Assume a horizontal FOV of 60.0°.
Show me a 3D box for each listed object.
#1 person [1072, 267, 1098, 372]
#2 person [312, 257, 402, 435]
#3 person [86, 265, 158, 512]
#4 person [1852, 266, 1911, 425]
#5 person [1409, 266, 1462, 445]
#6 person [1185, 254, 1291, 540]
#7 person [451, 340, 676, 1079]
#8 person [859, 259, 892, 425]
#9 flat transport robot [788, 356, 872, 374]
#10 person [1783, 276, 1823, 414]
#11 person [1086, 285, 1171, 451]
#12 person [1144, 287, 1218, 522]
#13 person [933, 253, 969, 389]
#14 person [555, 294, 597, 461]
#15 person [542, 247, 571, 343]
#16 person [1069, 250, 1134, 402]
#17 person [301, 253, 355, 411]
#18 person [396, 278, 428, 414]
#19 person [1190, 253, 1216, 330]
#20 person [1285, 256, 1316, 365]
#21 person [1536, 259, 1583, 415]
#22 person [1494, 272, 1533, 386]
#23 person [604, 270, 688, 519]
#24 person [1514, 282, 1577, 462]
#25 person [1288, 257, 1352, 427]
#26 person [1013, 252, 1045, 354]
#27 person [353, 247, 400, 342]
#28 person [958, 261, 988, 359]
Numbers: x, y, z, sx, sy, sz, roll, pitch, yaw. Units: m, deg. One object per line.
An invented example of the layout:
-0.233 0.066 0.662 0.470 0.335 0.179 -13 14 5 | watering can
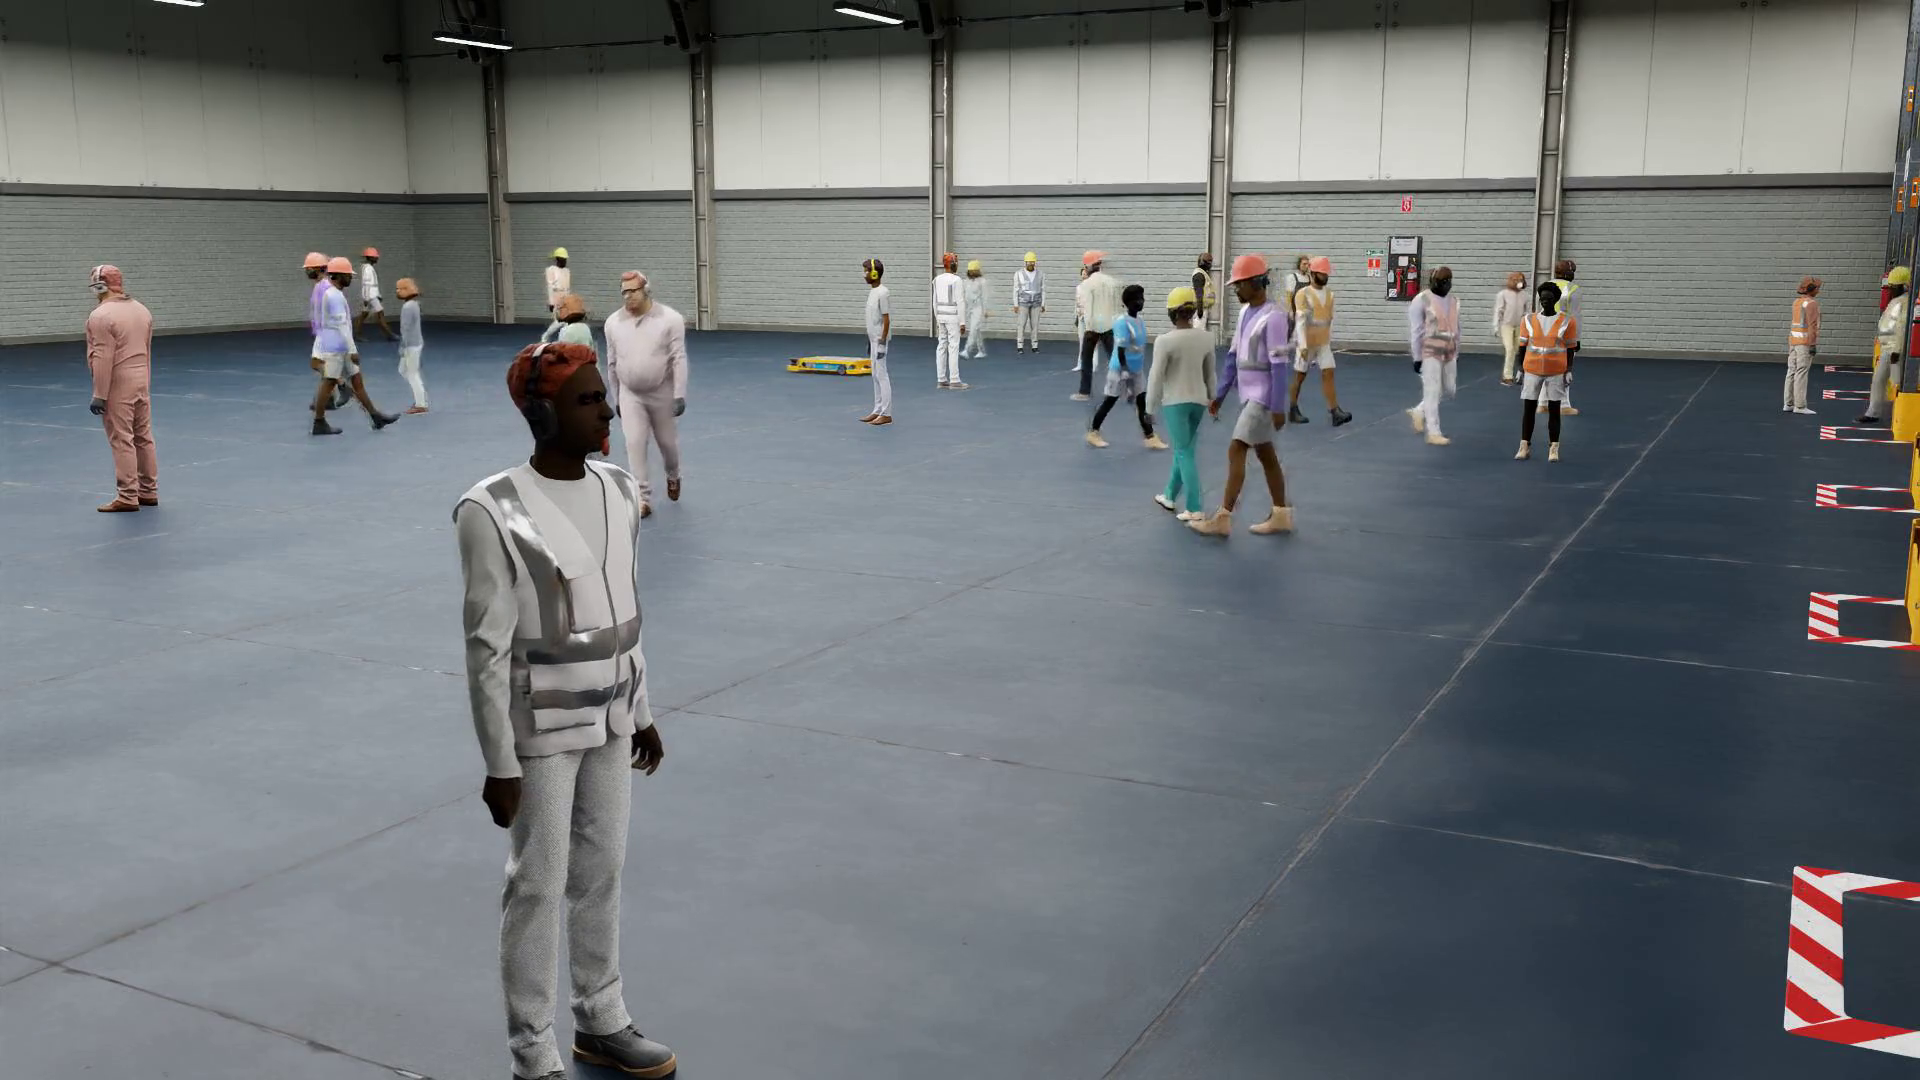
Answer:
2.000 -3.443 25.995 0.314 1.642 0.515 -9 14 -41 | person
-6.542 -2.074 17.841 0.962 1.888 0.574 -4 11 -21 | person
-6.515 -1.167 12.881 0.408 1.903 0.638 1 10 6 | person
10.496 -2.141 18.498 0.775 1.797 0.596 2 11 13 | person
4.870 -1.907 17.123 0.632 1.823 0.640 -5 12 -26 | person
1.961 -0.993 11.698 0.942 1.992 0.604 -1 10 -7 | person
-0.942 0.463 4.033 0.351 1.884 0.582 5 12 27 | person
-0.945 -2.228 18.771 0.328 1.865 0.517 -3 11 -18 | person
-1.903 -2.714 25.763 1.431 0.197 0.652 7 12 32 | flat transport robot
10.096 -2.326 19.913 0.310 1.640 0.514 0 10 2 | person
1.642 -1.708 16.525 0.880 1.649 0.544 7 13 35 | person
1.609 -1.027 12.536 0.553 1.730 0.834 -6 12 -29 | person
-0.135 -3.038 23.131 0.355 1.882 0.576 -9 14 -42 | person
-3.416 -1.349 14.665 0.482 1.612 0.518 1 10 4 | person
-7.255 -4.321 30.045 0.628 1.912 0.608 6 12 30 | person
1.871 -2.719 21.257 0.656 1.949 0.920 -9 14 -41 | person
-7.717 -2.522 20.212 0.460 1.918 0.561 -5 11 -24 | person
-6.574 -2.303 19.849 0.358 1.620 0.501 -2 11 -9 | person
4.012 -3.823 27.541 0.430 1.838 0.624 3 11 14 | person
5.596 -3.813 27.603 0.510 1.806 0.966 -4 11 -20 | person
7.159 -2.414 19.840 0.428 1.842 0.631 -6 12 -29 | person
7.848 -2.966 23.446 0.531 1.607 0.645 -2 11 -12 | person
-2.391 -1.135 12.794 0.643 1.873 0.839 0 10 -1 | person
5.522 -1.584 15.709 0.541 1.695 0.315 5 12 27 | person
4.011 -2.212 18.612 0.572 1.882 0.978 -5 12 -26 | person
1.259 -4.265 29.955 0.593 1.832 0.403 -2 11 -12 | person
-11.737 -4.884 33.219 1.011 1.886 0.551 -5 11 -24 | person
0.217 -3.972 28.758 0.498 1.687 0.930 8 13 37 | person
